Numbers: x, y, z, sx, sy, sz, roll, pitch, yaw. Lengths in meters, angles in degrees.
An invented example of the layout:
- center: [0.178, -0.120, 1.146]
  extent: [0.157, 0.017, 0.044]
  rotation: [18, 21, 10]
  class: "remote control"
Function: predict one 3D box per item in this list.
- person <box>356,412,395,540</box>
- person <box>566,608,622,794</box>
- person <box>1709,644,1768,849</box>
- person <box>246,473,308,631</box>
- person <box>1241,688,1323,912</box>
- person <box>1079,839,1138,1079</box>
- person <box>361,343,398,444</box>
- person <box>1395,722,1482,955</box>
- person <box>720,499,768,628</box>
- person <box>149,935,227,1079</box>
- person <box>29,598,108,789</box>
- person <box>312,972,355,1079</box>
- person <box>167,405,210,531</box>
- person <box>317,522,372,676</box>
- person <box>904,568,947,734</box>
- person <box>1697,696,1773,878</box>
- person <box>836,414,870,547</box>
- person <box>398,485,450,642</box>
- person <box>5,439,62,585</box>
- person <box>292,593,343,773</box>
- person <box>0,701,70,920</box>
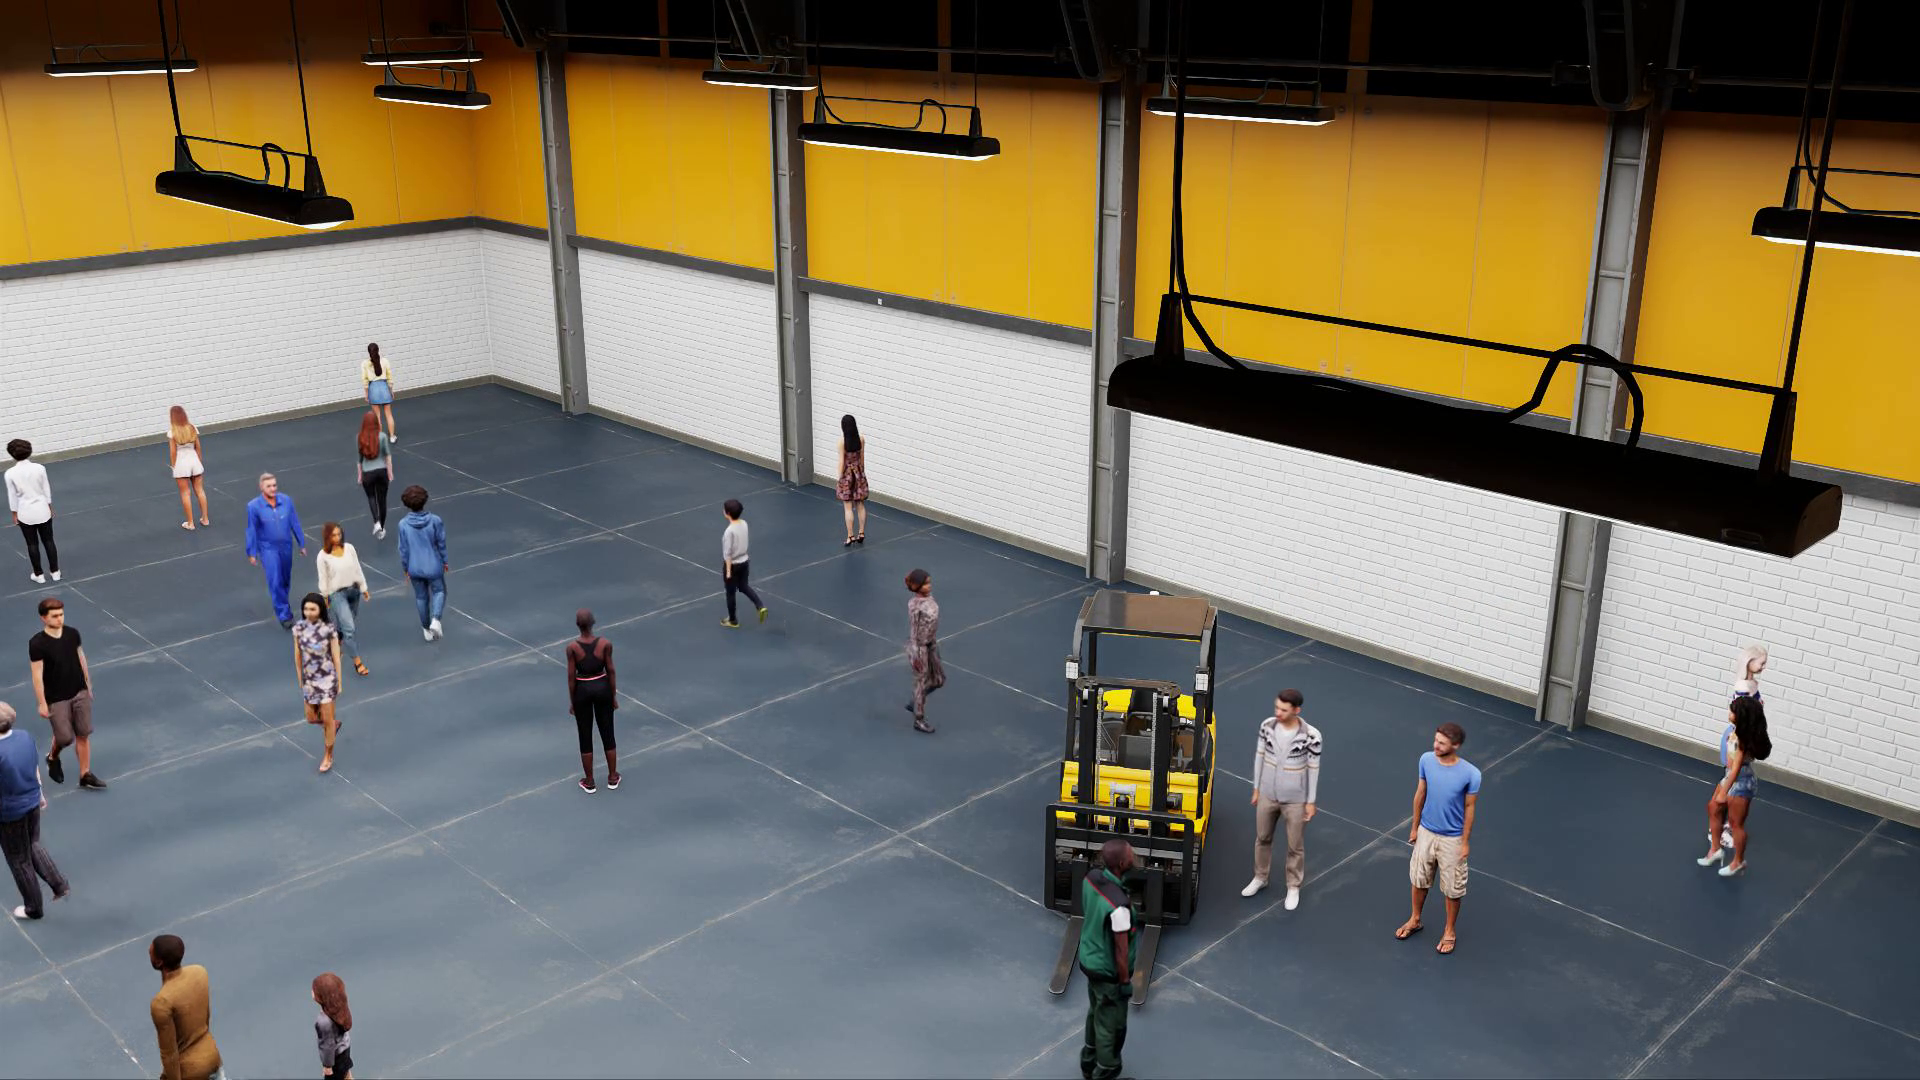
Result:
- center: [-7.721, -0.823, 21.946]
  extent: [0.759, 1.737, 0.824]
  rotation: [-5, 19, -14]
  class: "person"
- center: [-3.352, 1.449, 15.165]
  extent: [0.670, 1.760, 0.668]
  rotation: [-7, 20, -19]
  class: "person"
- center: [6.659, 1.732, 14.246]
  extent: [0.621, 1.809, 0.707]
  rotation: [10, 21, 28]
  class: "person"
- center: [-7.910, 0.092, 19.133]
  extent: [0.986, 1.799, 0.787]
  rotation: [16, 25, 40]
  class: "person"
- center: [2.601, 2.019, 13.317]
  extent: [0.592, 1.859, 0.792]
  rotation: [12, 22, 31]
  class: "person"
- center: [0.973, 2.814, 10.994]
  extent: [0.833, 1.835, 0.709]
  rotation: [-6, 19, -16]
  class: "person"
- center: [-9.319, -2.362, 26.681]
  extent: [0.712, 1.631, 0.690]
  rotation: [-7, 20, -21]
  class: "person"
- center: [3.682, 2.228, 12.691]
  extent: [0.521, 1.862, 0.735]
  rotation: [14, 23, 35]
  class: "person"
- center: [-2.485, 0.284, 18.964]
  extent: [0.887, 1.542, 0.683]
  rotation: [10, 21, 28]
  class: "person"
- center: [-4.509, 3.195, 9.948]
  extent: [1.170, 1.781, 0.989]
  rotation: [5, 19, 13]
  class: "person"
- center: [-8.221, 1.395, 15.176]
  extent: [0.964, 1.855, 0.831]
  rotation: [10, 21, 26]
  class: "person"
- center: [-4.037, 3.283, 10.742]
  extent: [0.601, 1.106, 0.524]
  rotation: [-2, 19, -7]
  class: "person"
- center: [-10.470, -0.995, 22.522]
  extent: [0.531, 1.696, 0.563]
  rotation: [17, 25, 41]
  class: "person"
- center: [-6.665, 0.590, 17.890]
  extent: [1.062, 1.648, 0.685]
  rotation: [14, 23, 36]
  class: "person"
- center: [-0.431, 1.075, 16.361]
  extent: [0.711, 1.705, 0.646]
  rotation: [12, 22, 31]
  class: "person"
- center: [6.459, 2.042, 13.644]
  extent: [0.755, 1.607, 0.698]
  rotation: [5, 19, 16]
  class: "person"
- center: [-1.415, -0.776, 21.748]
  extent: [0.701, 1.775, 0.711]
  rotation: [-13, 23, -34]
  class: "person"
- center: [-5.962, 0.301, 18.520]
  extent: [0.898, 1.793, 0.967]
  rotation: [-2, 19, -7]
  class: "person"
- center: [-11.404, -0.362, 20.473]
  extent: [0.644, 1.803, 0.621]
  rotation: [-14, 23, -35]
  class: "person"
- center: [-5.984, 1.298, 15.676]
  extent: [0.871, 1.719, 0.926]
  rotation: [1, 19, 2]
  class: "person"
- center: [-7.293, 2.125, 13.005]
  extent: [0.851, 1.857, 0.810]
  rotation: [6, 20, 17]
  class: "person"
